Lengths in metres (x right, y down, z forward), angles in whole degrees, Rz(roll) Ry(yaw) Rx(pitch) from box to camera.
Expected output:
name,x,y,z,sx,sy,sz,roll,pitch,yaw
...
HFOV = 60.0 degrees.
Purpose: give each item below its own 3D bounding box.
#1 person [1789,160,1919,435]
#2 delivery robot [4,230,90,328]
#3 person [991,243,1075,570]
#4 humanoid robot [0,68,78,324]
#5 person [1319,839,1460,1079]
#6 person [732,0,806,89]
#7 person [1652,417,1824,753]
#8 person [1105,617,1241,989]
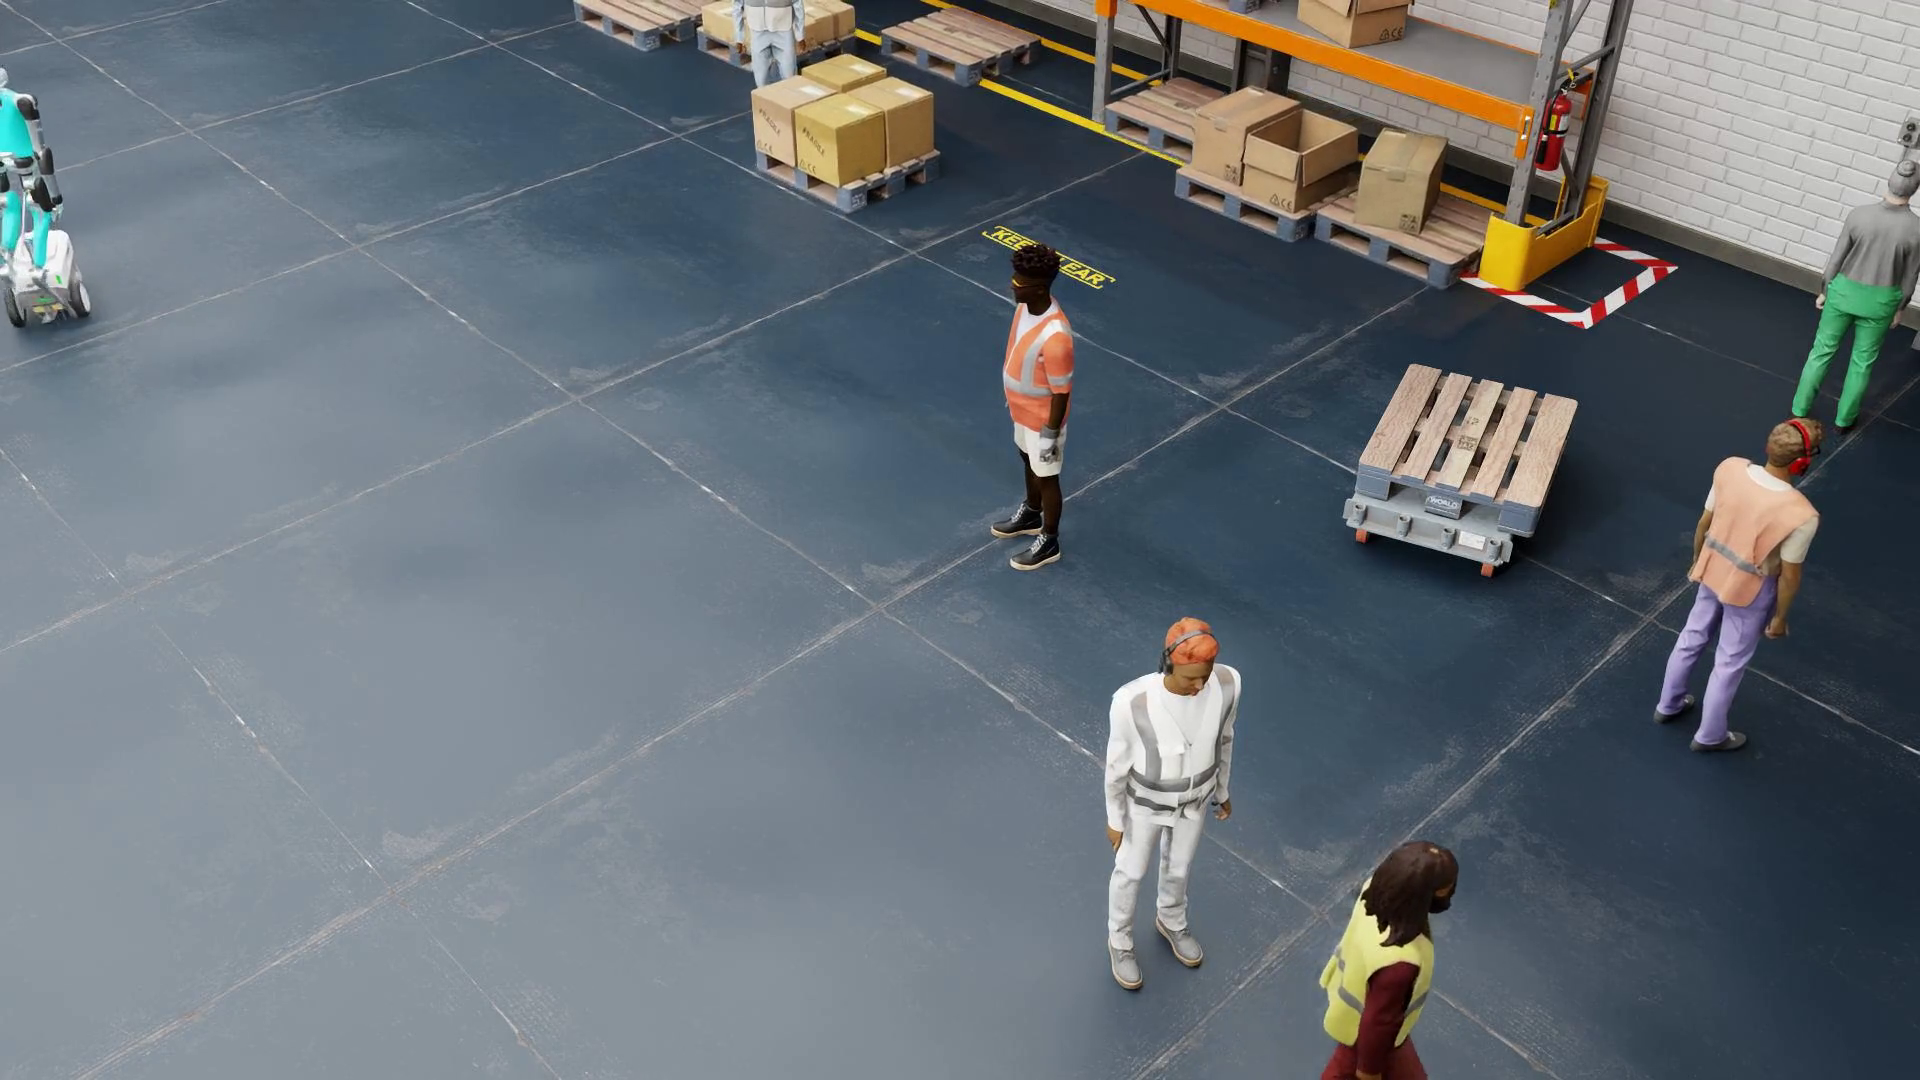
name,x,y,z,sx,sy,sz,roll,pitch,yaw
person,5.550,-1.496,10.213,0.508,1.839,0.341,21,42,25
delivery robot,-6.484,-1.865,11.781,0.499,0.614,0.791,-12,39,-15
person,0.413,-0.724,9.085,0.371,1.966,0.601,-9,38,-12
humanoid robot,-6.443,-2.234,11.331,0.533,1.853,0.689,1,37,2
person,1.583,1.724,6.012,0.559,1.755,0.486,3,37,4
person,-1.569,-4.195,13.734,0.597,1.907,0.413,1,37,1
person,3.696,0.226,7.925,0.394,1.847,0.563,-15,40,-19
person,0.852,1.064,6.783,0.571,1.887,0.357,-14,39,-18
